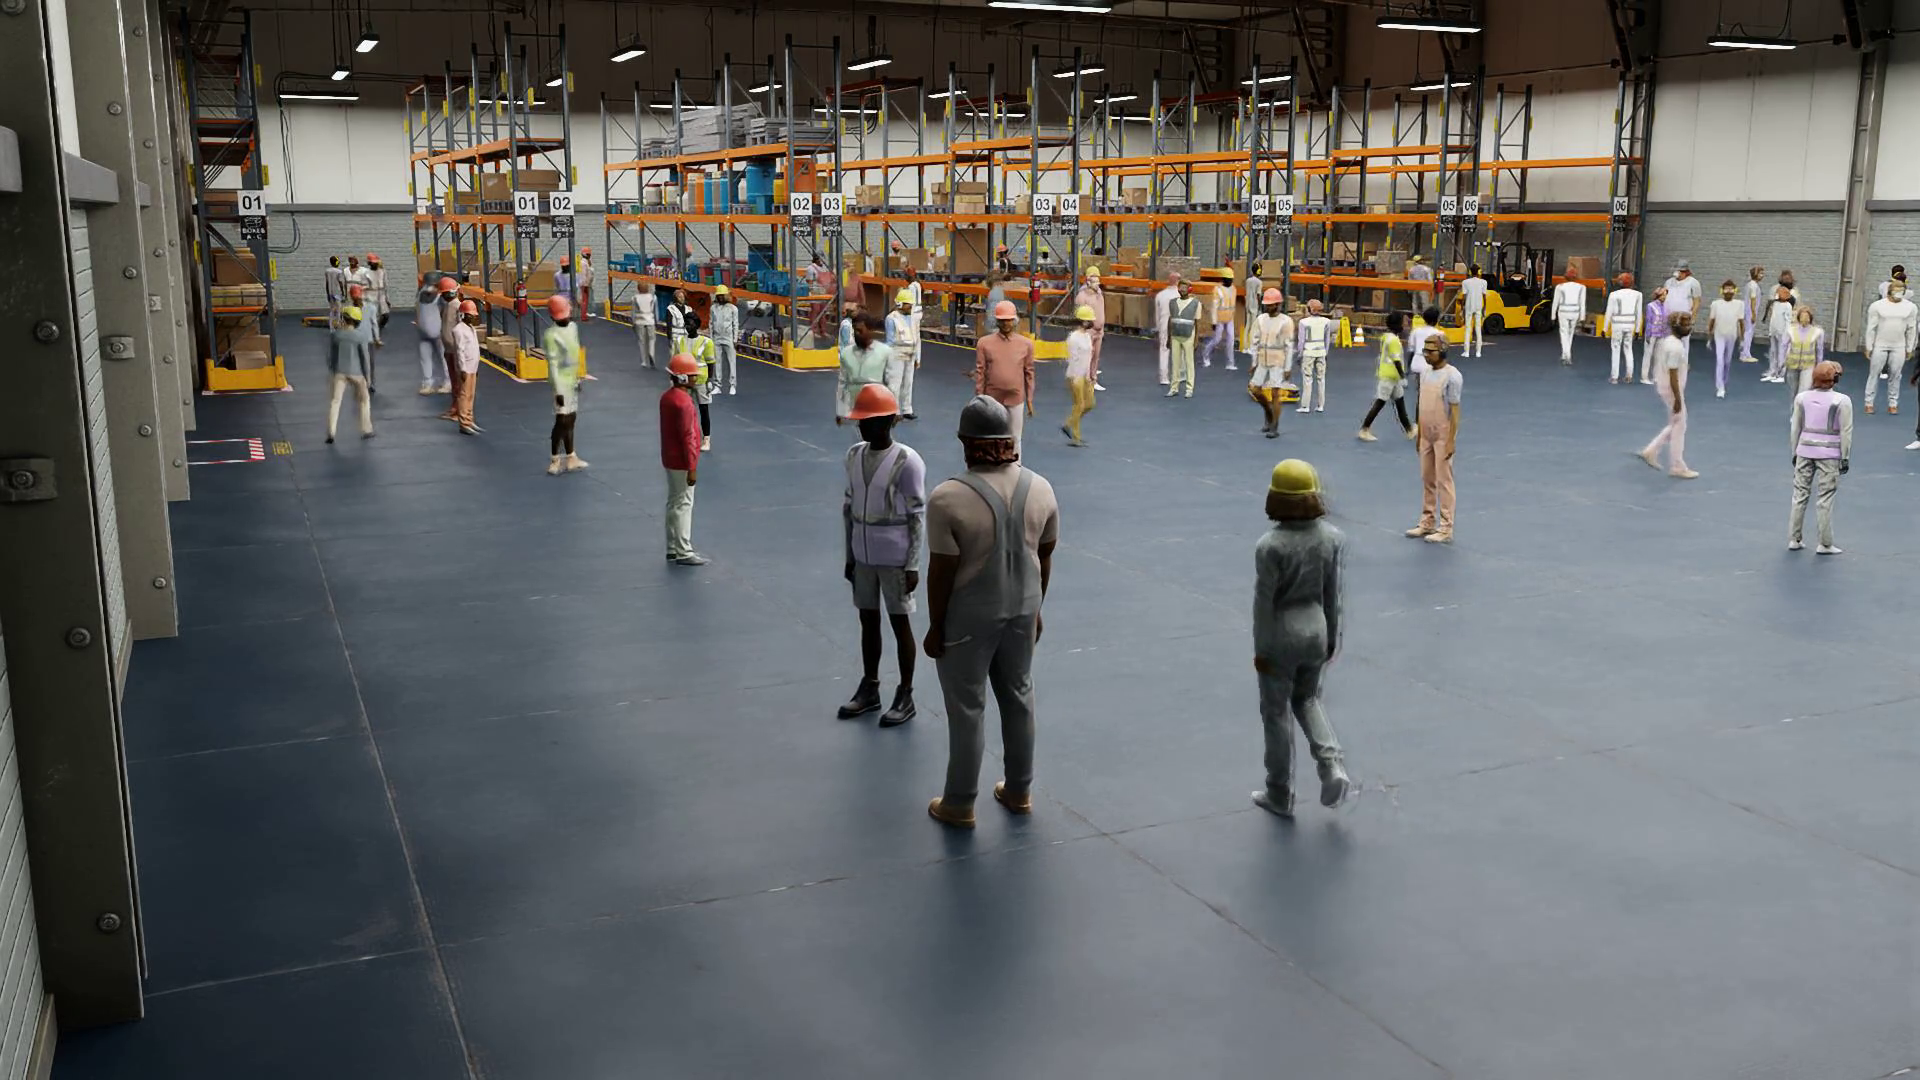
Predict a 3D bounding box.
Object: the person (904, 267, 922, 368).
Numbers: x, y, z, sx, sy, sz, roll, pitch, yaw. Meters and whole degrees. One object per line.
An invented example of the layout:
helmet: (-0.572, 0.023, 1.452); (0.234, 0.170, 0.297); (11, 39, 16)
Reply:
person: (-0.882, -4.129, 30.909); (0.354, 1.887, 0.573); (2, 11, 9)

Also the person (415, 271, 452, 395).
person: (-8.328, -3.307, 26.337); (0.698, 2.000, 0.893); (3, 11, 13)

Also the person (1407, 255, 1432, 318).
person: (12.018, -6.510, 43.293); (0.780, 1.778, 0.403); (8, 14, 35)

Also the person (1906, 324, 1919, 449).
person: (11.822, -2.017, 20.123); (0.397, 1.911, 0.588); (-5, 12, -23)

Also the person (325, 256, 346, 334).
person: (-14.922, -5.852, 39.747); (0.515, 1.861, 0.319); (4, 12, 19)

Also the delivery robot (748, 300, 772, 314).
delivery robot: (-5.563, -6.519, 46.209); (0.707, 0.478, 0.477); (9, 14, 39)

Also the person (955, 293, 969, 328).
person: (-0.012, -6.275, 41.894); (0.513, 1.866, 0.336); (8, 14, 36)

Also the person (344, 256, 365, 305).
person: (-14.788, -6.035, 40.720); (0.563, 1.838, 0.390); (1, 11, 3)

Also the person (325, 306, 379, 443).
person: (-7.743, -2.085, 21.010); (0.556, 1.705, 0.831); (0, 11, 2)

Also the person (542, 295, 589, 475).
person: (-4.349, -1.721, 18.441); (0.386, 1.988, 0.739); (3, 11, 13)

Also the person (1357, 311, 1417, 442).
person: (5.442, -2.042, 20.891); (0.870, 1.651, 0.532); (2, 11, 11)

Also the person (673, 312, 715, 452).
person: (-3.222, -1.912, 20.125); (0.535, 1.697, 0.318); (3, 11, 13)

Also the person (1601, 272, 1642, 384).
person: (11.202, -3.578, 28.130); (0.597, 1.881, 0.369); (-1, 11, -7)

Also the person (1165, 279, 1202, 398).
person: (3.498, -3.148, 26.017); (0.565, 1.850, 0.390); (7, 13, 32)

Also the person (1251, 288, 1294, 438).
person: (4.011, -2.276, 21.392); (0.455, 1.922, 0.591); (-11, 15, -43)

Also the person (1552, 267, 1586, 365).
person: (11.585, -4.256, 31.647); (0.584, 1.858, 0.860); (1, 11, 4)

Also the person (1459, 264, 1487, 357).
person: (10.287, -4.601, 33.364); (0.514, 1.866, 0.332); (2, 11, 8)

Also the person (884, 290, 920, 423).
person: (-0.784, -2.537, 22.982); (0.403, 1.824, 0.593); (9, 14, 38)

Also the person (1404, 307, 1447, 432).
person: (6.194, -2.247, 21.966); (0.958, 1.631, 0.557); (-9, 14, -39)

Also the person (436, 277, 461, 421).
person: (-7.050, -2.654, 23.162); (0.393, 1.985, 0.611); (-9, 14, -38)

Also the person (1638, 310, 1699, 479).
person: (7.793, -1.583, 18.101); (0.572, 1.830, 0.549); (5, 12, 23)

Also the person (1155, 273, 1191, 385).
person: (3.637, -3.566, 28.109); (0.654, 1.855, 0.984); (5, 12, 25)

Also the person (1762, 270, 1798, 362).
person: (15.716, -4.283, 31.930); (0.514, 1.792, 0.935); (-1, 11, -5)

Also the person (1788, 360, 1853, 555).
person: (7.280, -0.695, 14.089); (0.308, 1.638, 0.511); (-7, 13, -33)

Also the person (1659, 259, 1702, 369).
person: (13.218, -4.152, 30.634); (0.536, 2.000, 0.682); (-9, 14, -38)

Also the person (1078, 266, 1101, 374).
person: (2.356, -3.954, 29.948); (0.399, 1.919, 0.587); (-7, 13, -31)

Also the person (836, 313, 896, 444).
person: (-0.954, -1.289, 16.442); (0.615, 1.897, 0.535); (6, 12, 27)

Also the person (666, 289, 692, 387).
person: (-4.567, -3.260, 27.122); (0.308, 1.640, 0.511); (10, 15, 42)

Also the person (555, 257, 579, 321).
person: (-8.909, -5.470, 37.714); (0.557, 1.899, 0.971); (-2, 11, -8)

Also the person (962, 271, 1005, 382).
person: (0.517, -3.594, 28.196); (0.983, 1.884, 0.654); (2, 11, 9)

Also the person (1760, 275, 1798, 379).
person: (14.426, -3.712, 29.039); (0.625, 1.810, 0.653); (5, 12, 24)

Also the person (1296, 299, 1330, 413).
person: (5.100, -2.649, 24.017); (0.514, 1.641, 0.308); (-4, 12, -19)

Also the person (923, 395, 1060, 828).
person: (0.092, 0.326, 7.873); (0.686, 2.000, 0.538); (-7, 13, -32)

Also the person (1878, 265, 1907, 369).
person: (17.305, -4.143, 30.910); (0.391, 1.915, 0.587); (-3, 12, -17)
